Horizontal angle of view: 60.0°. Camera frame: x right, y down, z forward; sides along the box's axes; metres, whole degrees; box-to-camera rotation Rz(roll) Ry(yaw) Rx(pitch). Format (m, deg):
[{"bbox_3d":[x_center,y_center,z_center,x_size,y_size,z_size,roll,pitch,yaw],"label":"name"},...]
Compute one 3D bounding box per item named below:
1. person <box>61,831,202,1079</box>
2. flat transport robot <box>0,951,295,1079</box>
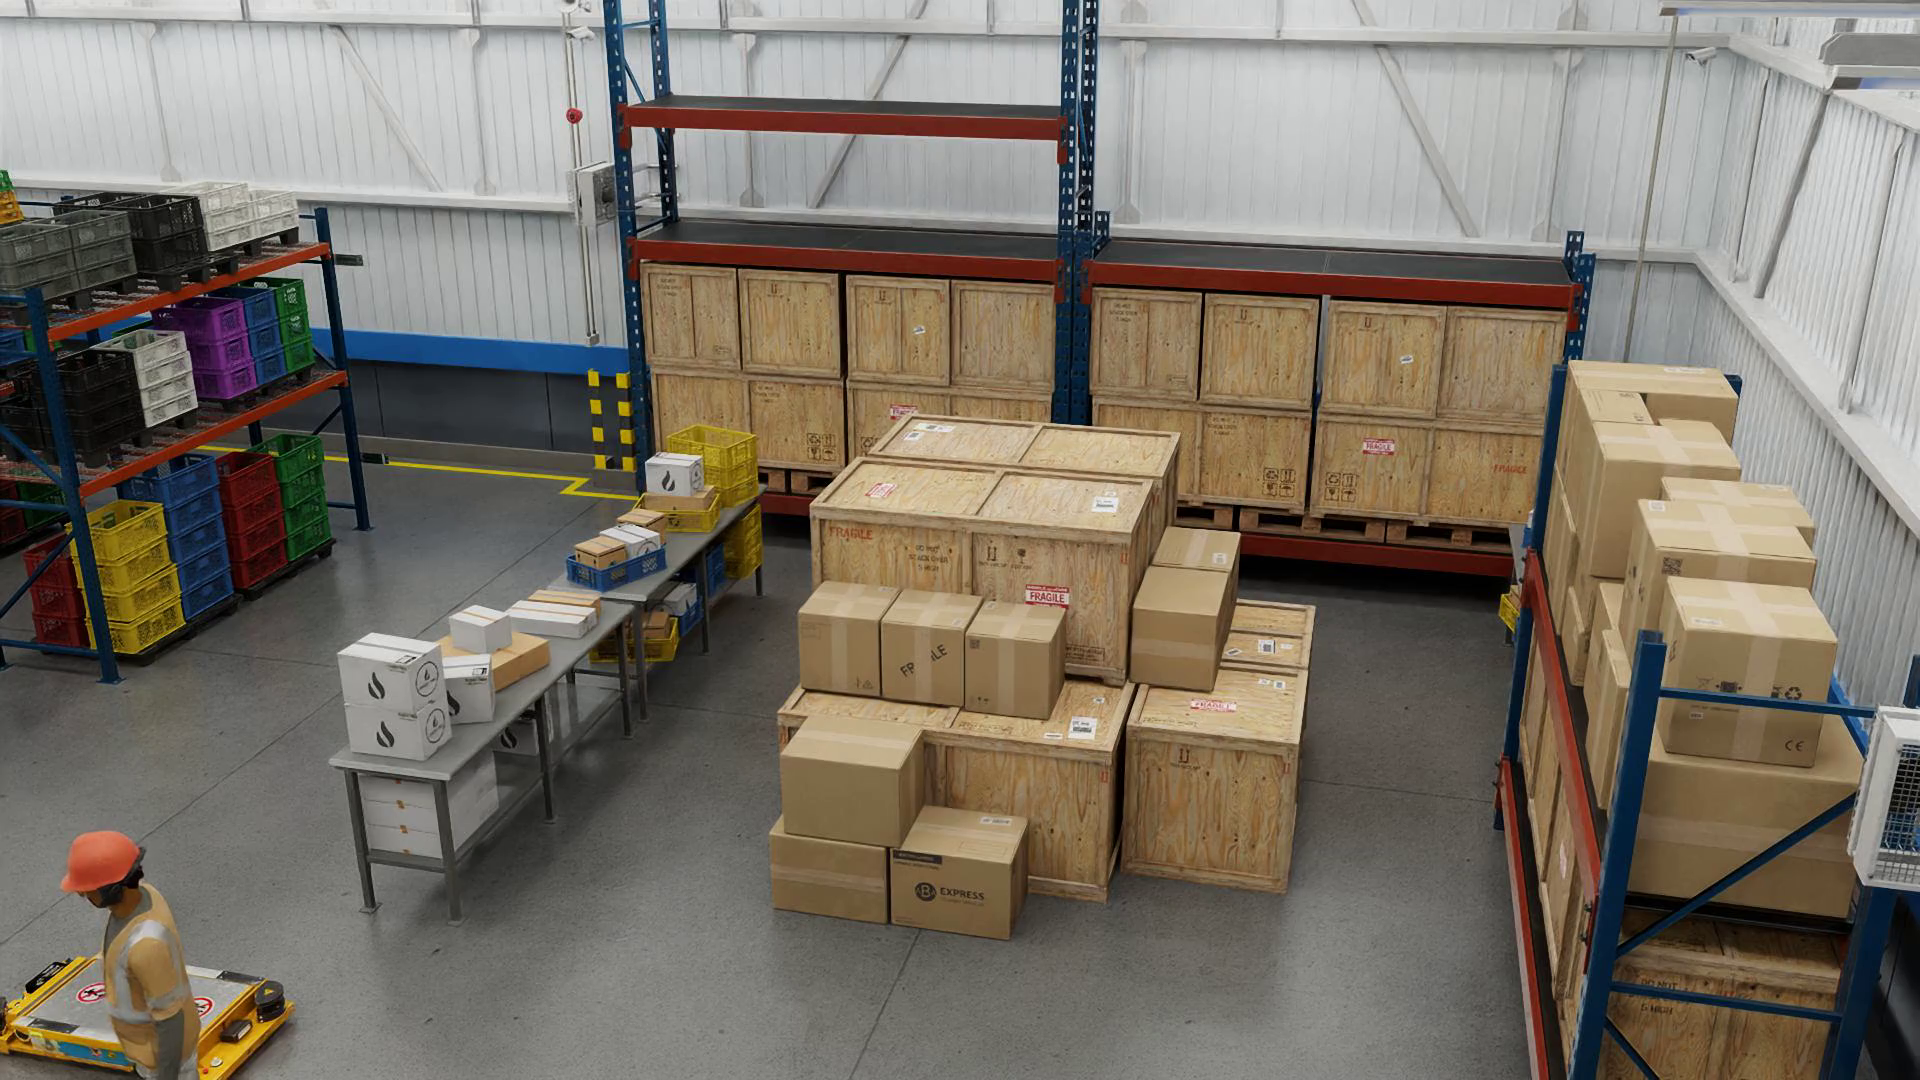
[{"bbox_3d":[-3.420,2.120,7.029,0.400,2.035,0.607,-13,24,-30],"label":"person"},{"bbox_3d":[-4.270,2.464,8.601,1.431,0.231,0.659,5,22,13],"label":"flat transport robot"}]
